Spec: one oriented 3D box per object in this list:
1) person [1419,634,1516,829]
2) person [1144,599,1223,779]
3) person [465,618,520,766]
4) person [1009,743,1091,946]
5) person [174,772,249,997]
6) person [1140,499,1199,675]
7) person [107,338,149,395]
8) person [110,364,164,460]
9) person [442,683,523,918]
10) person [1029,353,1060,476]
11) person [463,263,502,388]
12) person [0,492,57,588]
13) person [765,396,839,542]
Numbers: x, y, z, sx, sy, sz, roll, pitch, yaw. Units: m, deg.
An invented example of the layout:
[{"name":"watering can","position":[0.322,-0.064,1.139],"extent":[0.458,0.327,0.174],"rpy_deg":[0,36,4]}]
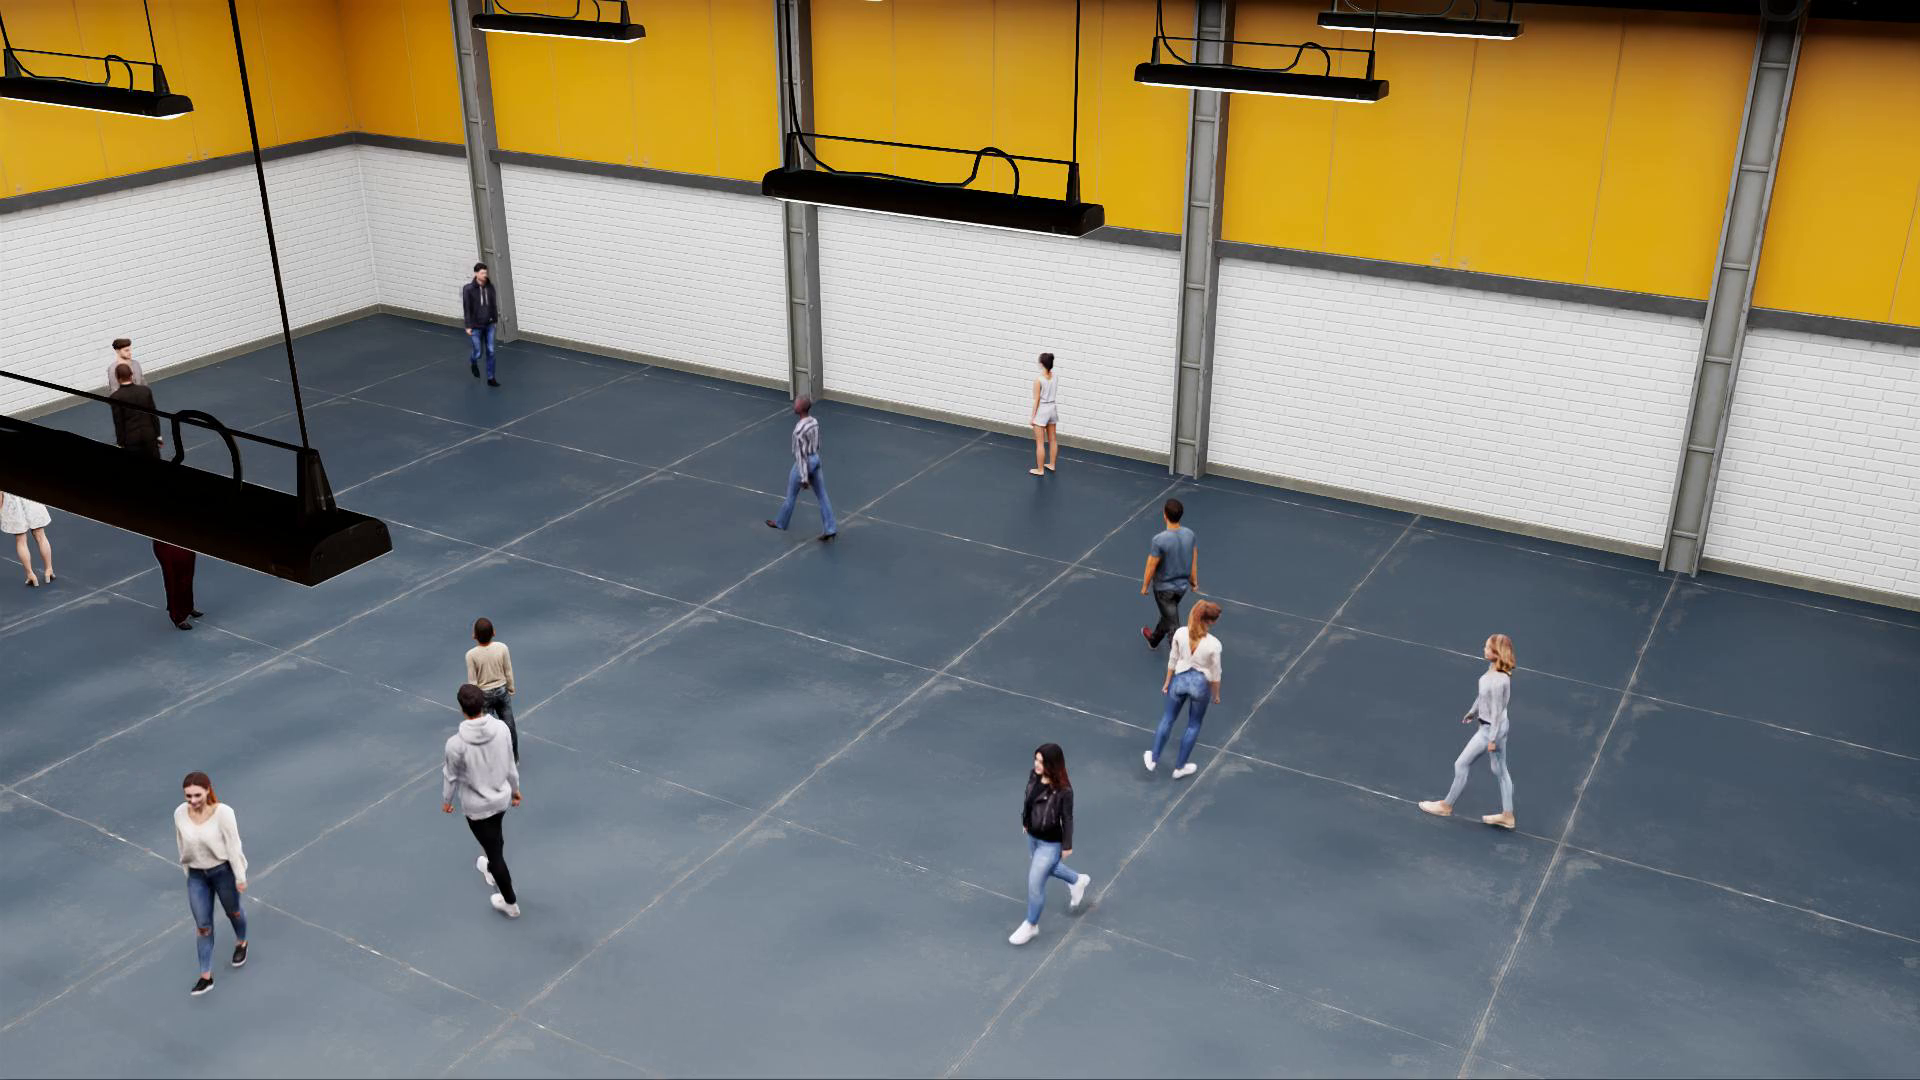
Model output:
[{"name":"person","position":[4.472,1.607,13.717],"extent":[1.035,1.762,0.681],"rpy_deg":[11,26,23]},{"name":"person","position":[1.972,1.311,14.470],"extent":[0.493,1.702,0.864],"rpy_deg":[6,24,14]},{"name":"person","position":[-4.124,1.358,14.659],"extent":[0.631,1.465,0.641],"rpy_deg":[-14,27,-30]},{"name":"person","position":[0.701,2.230,12.487],"extent":[0.988,1.606,1.090],"rpy_deg":[-16,28,-32]},{"name":"person","position":[-5.374,2.386,12.055],"extent":[0.989,1.666,0.986],"rpy_deg":[-1,24,-2]},{"name":"person","position":[2.117,0.495,16.239],"extent":[1.015,1.780,1.206],"rpy_deg":[-14,27,-28]},{"name":"person","position":[-10.516,-1.637,20.979],"extent":[0.900,1.889,0.812],"rpy_deg":[6,24,13]},{"name":"person","position":[-9.860,-1.201,19.963],"extent":[0.697,1.905,0.742],"rpy_deg":[20,31,38]},{"name":"person","position":[-3.540,2.016,12.611],"extent":[1.083,1.898,0.862],"rpy_deg":[21,31,39]},{"name":"person","position":[1.092,-1.635,21.296],"extent":[0.621,1.632,0.614],"rpy_deg":[-20,31,-39]},{"name":"person","position":[-7.097,-3.187,24.546],"extent":[0.856,1.872,1.020],"rpy_deg":[-19,30,-37]},{"name":"person","position":[-10.246,-0.344,18.165],"extent":[0.746,1.775,0.763],"rpy_deg":[-17,29,-34]},{"name":"person","position":[-1.674,-0.771,19.177],"extent":[1.176,1.746,0.729],"rpy_deg":[10,26,22]}]
